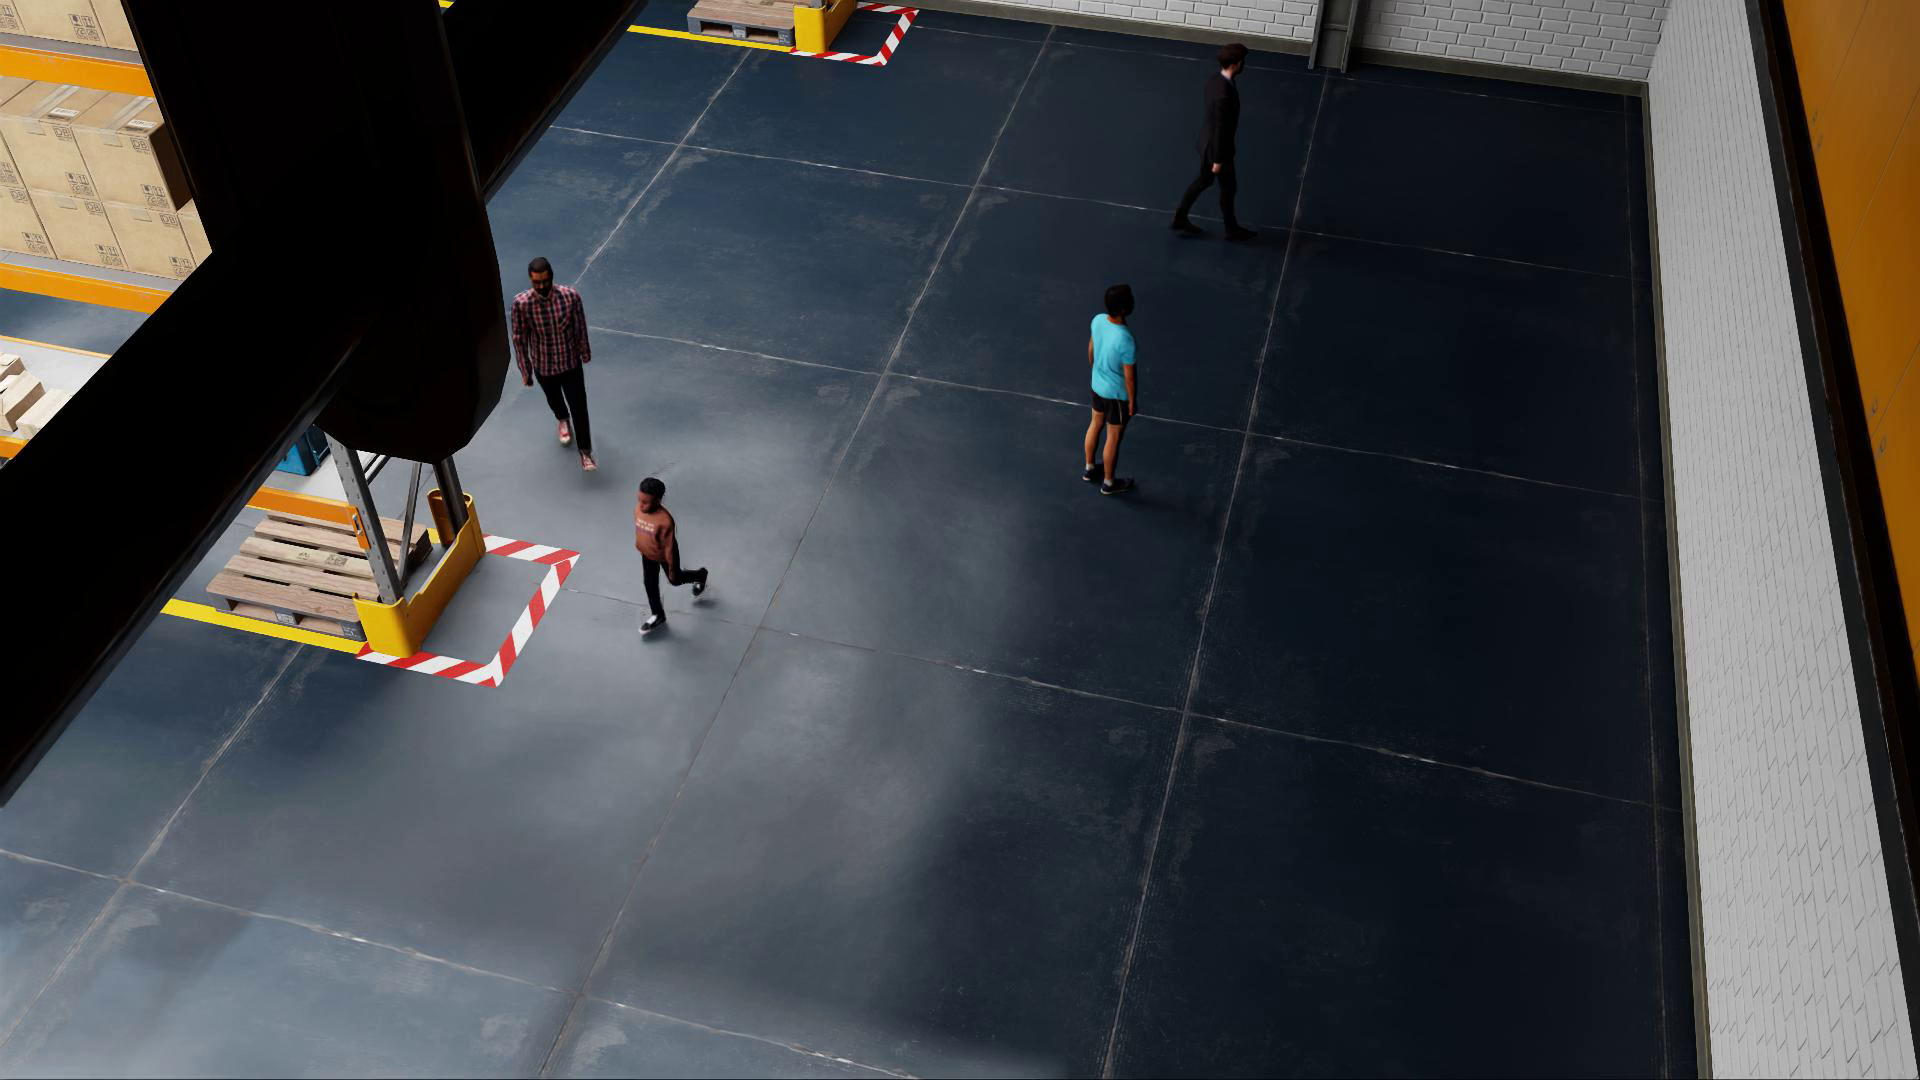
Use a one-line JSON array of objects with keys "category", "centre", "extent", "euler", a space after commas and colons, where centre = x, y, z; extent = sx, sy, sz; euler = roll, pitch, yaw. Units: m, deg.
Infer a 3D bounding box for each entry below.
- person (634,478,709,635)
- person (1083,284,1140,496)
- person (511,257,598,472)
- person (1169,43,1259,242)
[{"category": "person", "centre": [-1.987, 0.052, 11.321], "extent": [0.868, 1.241, 0.769], "euler": [26, 49, 25]}, {"category": "person", "centre": [1.098, -1.102, 12.146], "extent": [0.743, 1.773, 0.657], "euler": [-26, 50, -25]}, {"category": "person", "centre": [-3.044, -1.401, 12.491], "extent": [1.163, 1.731, 1.095], "euler": [-10, 44, -10]}, {"category": "person", "centre": [2.181, -3.450, 14.548], "extent": [1.125, 1.859, 0.908], "euler": [-2, 44, -2]}]
